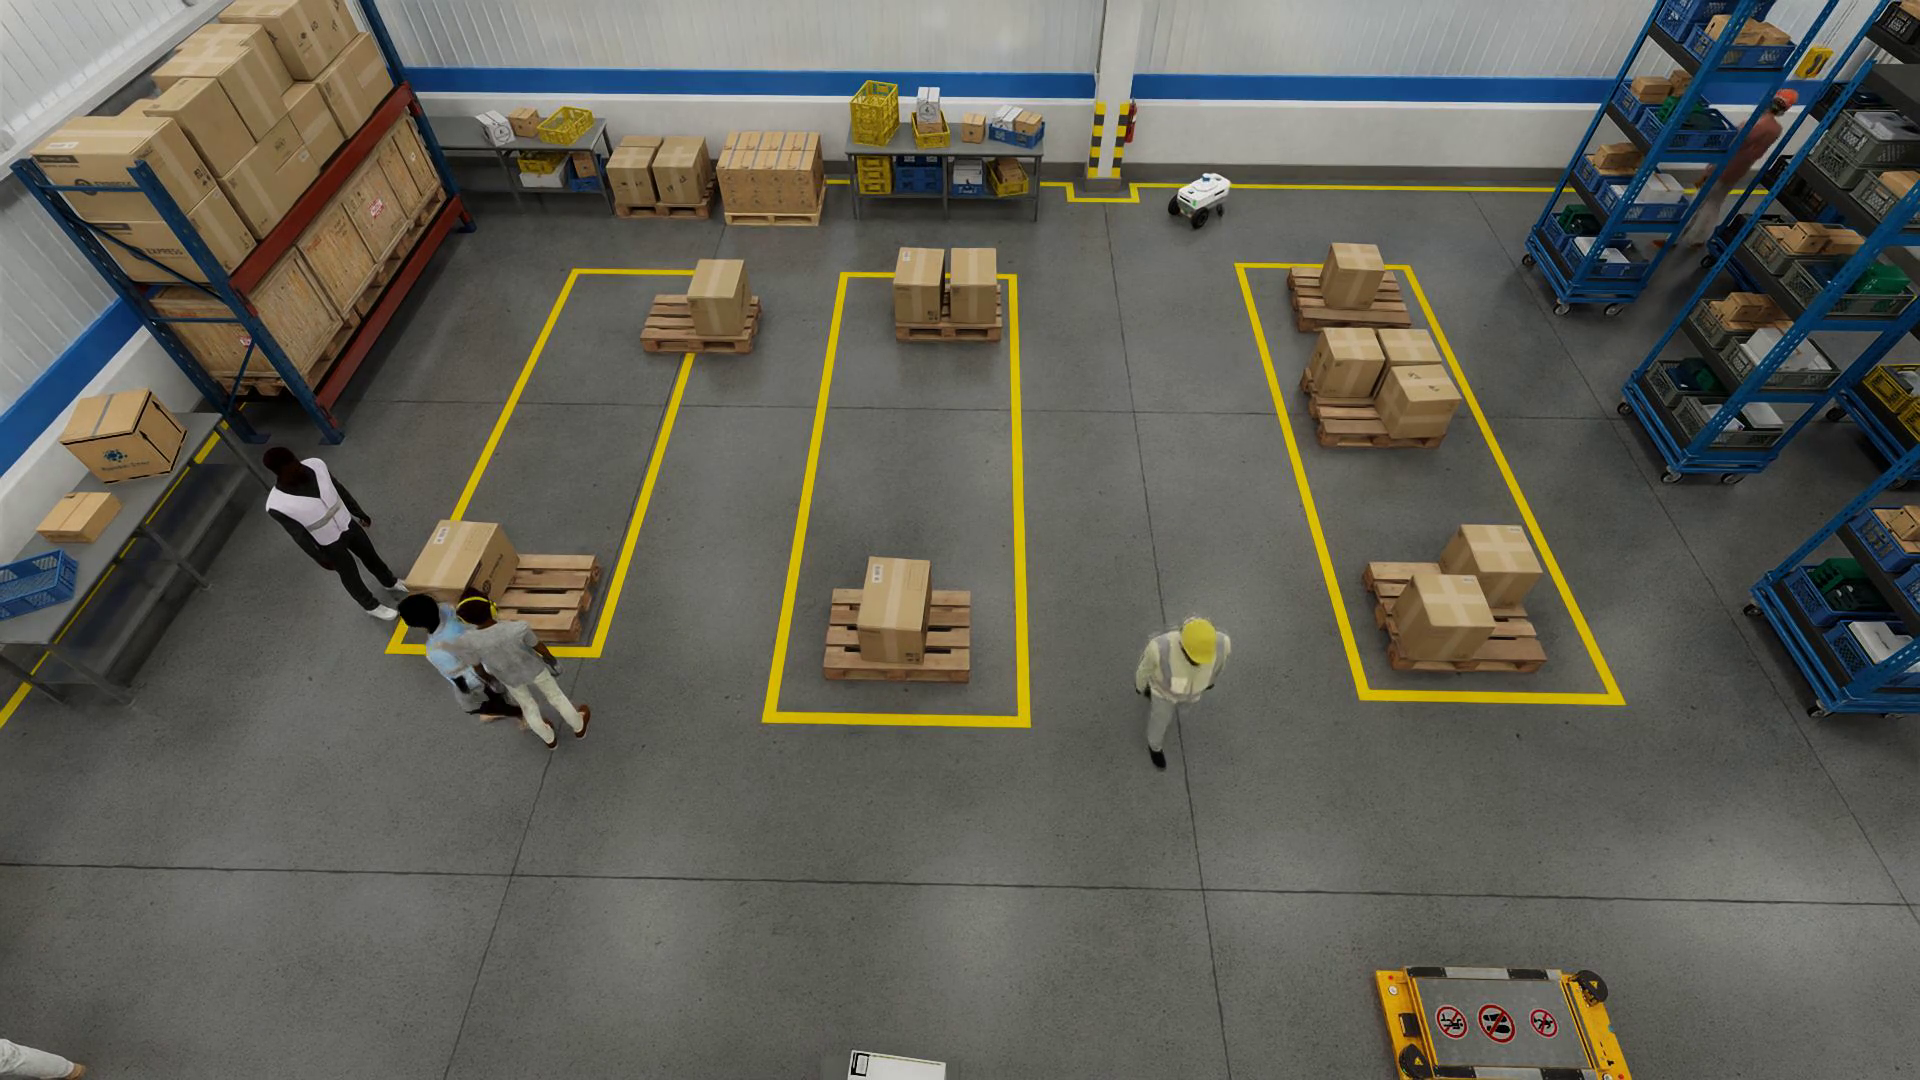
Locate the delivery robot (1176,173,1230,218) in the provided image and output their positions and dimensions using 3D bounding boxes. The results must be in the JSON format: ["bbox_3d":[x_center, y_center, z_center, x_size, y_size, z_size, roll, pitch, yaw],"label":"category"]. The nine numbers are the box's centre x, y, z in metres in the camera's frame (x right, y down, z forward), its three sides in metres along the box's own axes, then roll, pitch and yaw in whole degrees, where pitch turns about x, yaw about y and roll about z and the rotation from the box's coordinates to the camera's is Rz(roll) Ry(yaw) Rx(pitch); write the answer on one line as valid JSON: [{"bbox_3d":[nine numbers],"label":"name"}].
[{"bbox_3d":[3.159,-4.516,11.909,0.707,0.478,0.477,-32,58,-23],"label":"delivery robot"}]

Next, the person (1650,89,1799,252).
[{"bbox_3d":[9.135,-4.362,10.960,0.701,1.943,0.371,-10,51,-8],"label":"person"}]

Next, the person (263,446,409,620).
[{"bbox_3d":[-5.106,-0.064,7.473,0.384,1.910,0.592,8,51,6],"label":"person"}]

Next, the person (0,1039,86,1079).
[{"bbox_3d":[-5.699,2.947,5.059,0.429,1.843,0.630,-6,51,-5],"label":"person"}]

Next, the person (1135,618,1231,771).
[{"bbox_3d":[1.567,0.962,6.707,0.618,1.800,0.715,-5,51,-4],"label":"person"}]

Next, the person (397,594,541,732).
[{"bbox_3d":[-3.636,0.932,6.801,0.430,1.685,0.543,-12,52,-9],"label":"person"}]

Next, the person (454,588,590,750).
[{"bbox_3d":[-3.185,0.954,6.673,0.513,1.862,0.328,-18,53,-14],"label":"person"}]

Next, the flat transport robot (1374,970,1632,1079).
[{"bbox_3d":[3.501,3.133,5.914,1.431,0.197,0.652,1,51,1],"label":"flat transport robot"}]
